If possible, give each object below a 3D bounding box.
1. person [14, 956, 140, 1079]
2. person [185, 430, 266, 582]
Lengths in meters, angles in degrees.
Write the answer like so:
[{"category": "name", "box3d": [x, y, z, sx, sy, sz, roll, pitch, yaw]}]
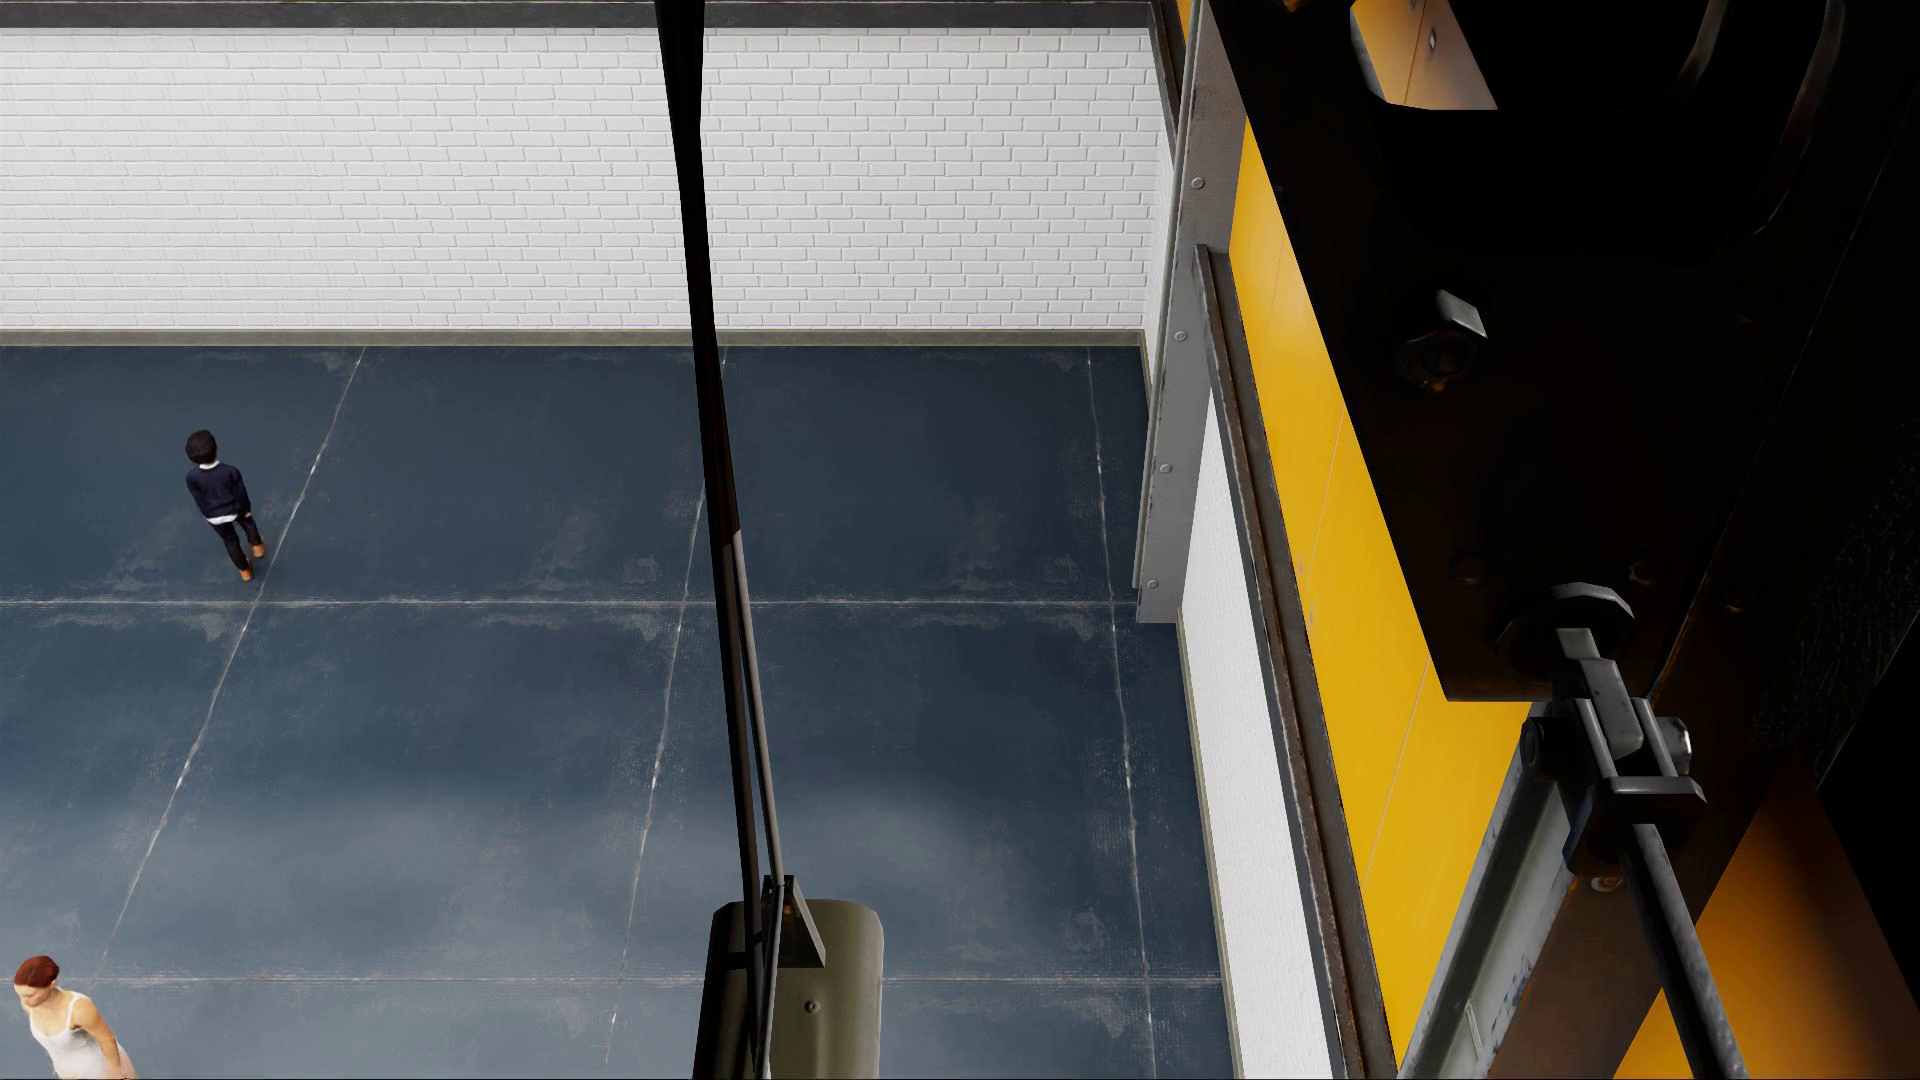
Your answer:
[{"category": "person", "box3d": [-4.300, 2.563, 8.231, 0.576, 1.644, 0.532, 7, 44, 7]}, {"category": "person", "box3d": [-5.065, -0.205, 11.449, 0.629, 1.213, 0.724, -17, 46, -17]}]
